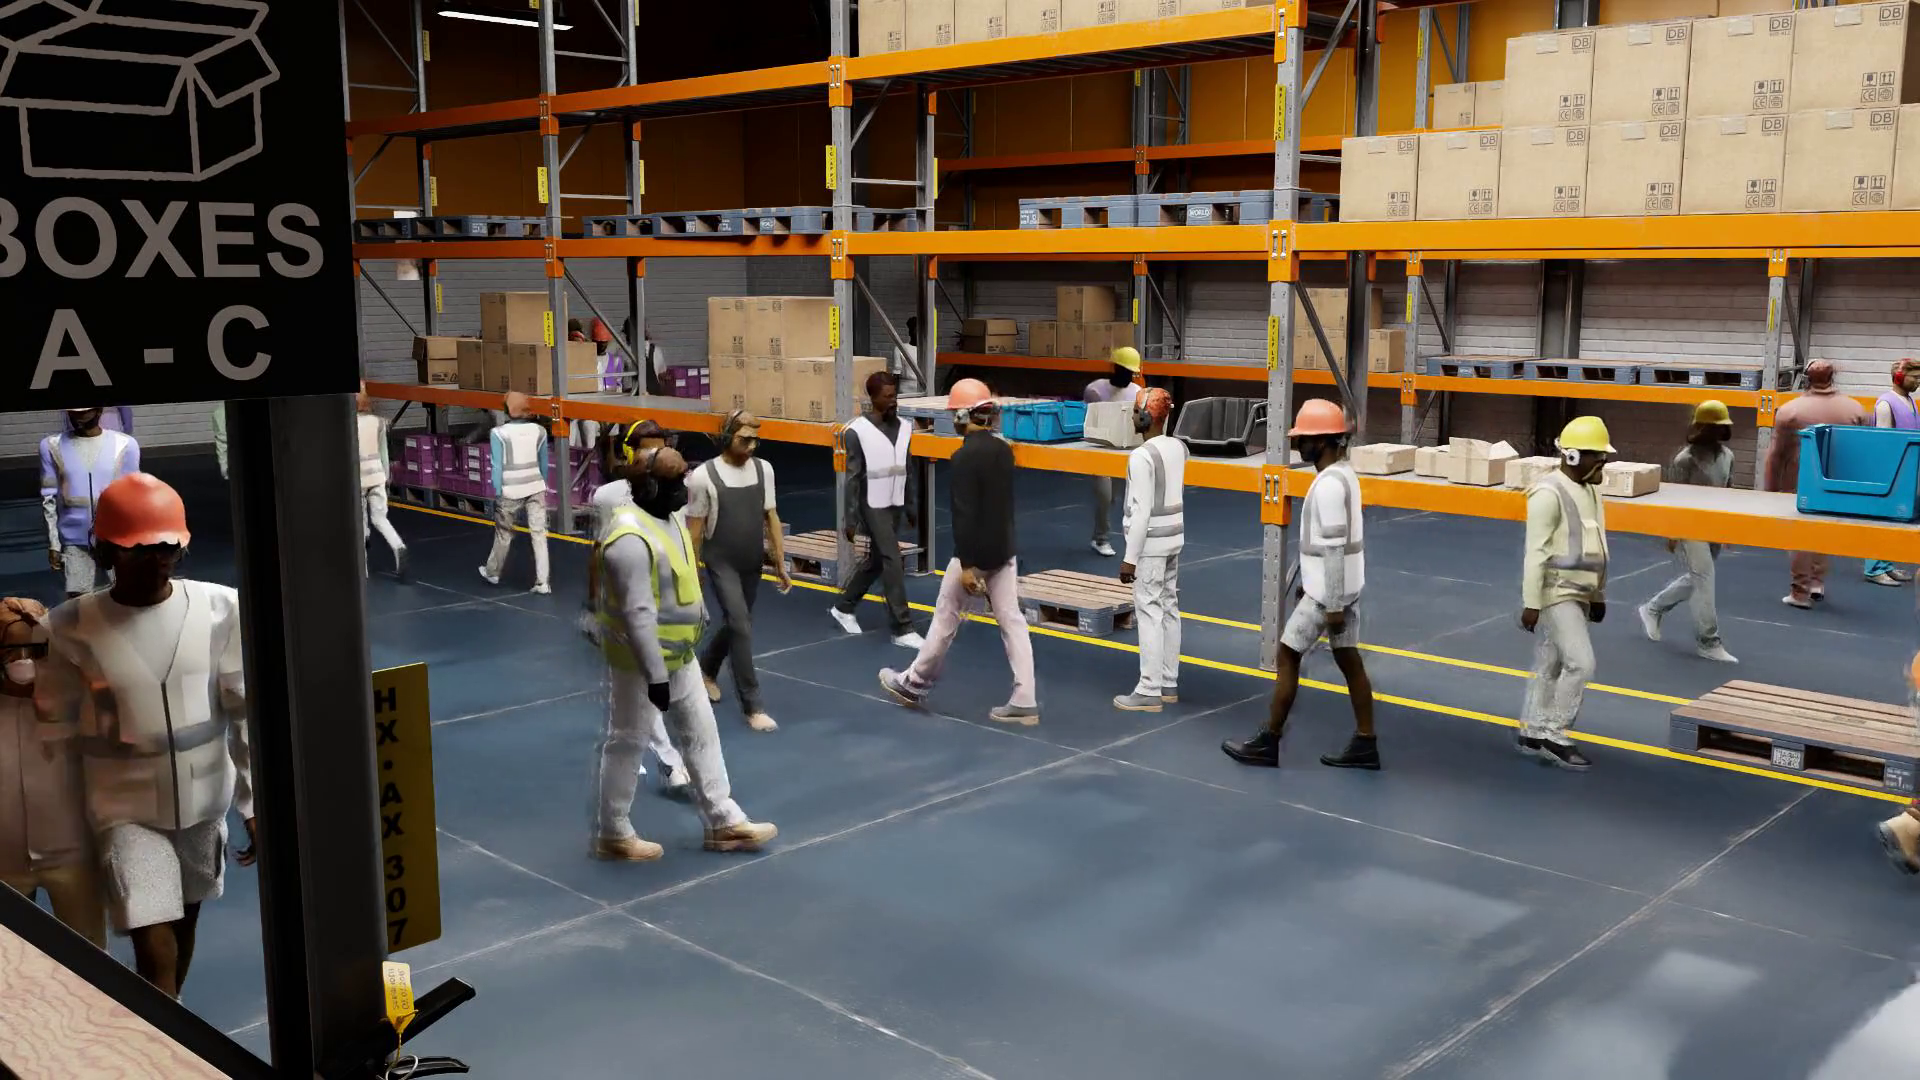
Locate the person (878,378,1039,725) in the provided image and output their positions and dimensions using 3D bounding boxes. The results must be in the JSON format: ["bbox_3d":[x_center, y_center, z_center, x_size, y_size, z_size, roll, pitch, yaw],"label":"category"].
[{"bbox_3d":[0.034,0.057,9.468,1.052,1.933,0.614,7,11,35],"label":"person"}]

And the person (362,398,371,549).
[{"bbox_3d":[-5.639,-0.773,15.250,0.534,1.711,0.930,-5,10,-26],"label":"person"}]

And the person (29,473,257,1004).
[{"bbox_3d":[-2.362,0.782,4.914,0.593,1.985,1.029,-8,12,-40],"label":"person"}]

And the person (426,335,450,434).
[{"bbox_3d":[-7.424,-2.103,23.636,0.524,1.637,0.305,4,10,22],"label":"person"}]

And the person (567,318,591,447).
[{"bbox_3d":[-5.050,-1.943,21.792,0.645,1.918,0.535,-7,11,-35],"label":"person"}]

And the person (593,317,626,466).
[{"bbox_3d":[-4.536,-1.913,21.521,0.492,1.949,0.648,6,11,33],"label":"person"}]

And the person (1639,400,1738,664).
[{"bbox_3d":[4.877,-0.089,11.052,0.492,1.715,0.798,-5,10,-26],"label":"person"}]

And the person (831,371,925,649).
[{"bbox_3d":[-0.568,-0.228,11.408,0.951,1.880,0.600,7,12,37],"label":"person"}]

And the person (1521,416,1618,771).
[{"bbox_3d":[3.165,0.276,8.509,0.575,1.810,0.629,9,13,43],"label":"person"}]

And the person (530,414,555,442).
[{"bbox_3d":[-6.198,-2.413,24.623,0.547,1.938,0.359,8,12,41],"label":"person"}]

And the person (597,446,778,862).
[{"bbox_3d":[-1.189,0.508,7.093,0.868,1.806,0.661,2,9,10],"label":"person"}]

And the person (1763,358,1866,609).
[{"bbox_3d":[6.442,-0.434,12.649,0.673,1.884,0.620,1,9,3],"label":"person"}]

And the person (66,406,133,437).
[{"bbox_3d":[-8.196,-1.007,15.779,0.605,2.022,0.682,0,9,-2],"label":"person"}]

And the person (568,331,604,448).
[{"bbox_3d":[-4.182,-1.341,18.225,0.573,1.882,0.356,-4,10,-22],"label":"person"}]

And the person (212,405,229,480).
[{"bbox_3d":[-6.474,-0.705,15.131,0.545,1.611,0.510,-3,10,-18],"label":"person"}]

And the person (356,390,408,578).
[{"bbox_3d":[-4.830,-0.454,13.583,0.652,1.612,0.528,8,12,39],"label":"person"}]

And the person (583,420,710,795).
[{"bbox_3d":[-1.499,0.325,8.175,0.942,1.823,0.550,8,13,42],"label":"person"}]

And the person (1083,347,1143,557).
[{"bbox_3d":[1.356,-0.784,14.828,0.610,1.865,0.698,-3,10,-16],"label":"person"}]

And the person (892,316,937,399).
[{"bbox_3d":[-0.569,-1.847,21.064,0.608,1.966,0.370,-4,10,-24],"label":"person"}]

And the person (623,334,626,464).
[{"bbox_3d":[-4.222,-1.898,21.732,0.504,1.852,0.502,6,11,33],"label":"person"}]

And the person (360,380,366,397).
[{"bbox_3d":[-6.549,-1.165,17.604,0.532,1.732,0.844,-5,11,-28],"label":"person"}]

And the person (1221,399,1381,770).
[{"bbox_3d":[1.765,0.233,8.510,0.899,1.899,0.556,4,10,24],"label":"person"}]

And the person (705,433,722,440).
[{"bbox_3d":[-3.550,-2.361,24.585,0.481,1.846,0.598,3,10,16],"label":"person"}]

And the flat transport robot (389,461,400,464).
[{"bbox_3d":[-6.679,-0.825,19.983,1.431,0.197,0.652,-5,11,-29],"label":"flat transport robot"}]

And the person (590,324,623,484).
[{"bbox_3d":[-4.120,-1.519,19.149,0.551,1.932,0.376,-6,11,-32],"label":"person"}]

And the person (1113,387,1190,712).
[{"bbox_3d":[1.110,0.056,9.653,0.355,1.883,0.574,6,11,32],"label":"person"}]

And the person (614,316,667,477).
[{"bbox_3d":[-3.941,-1.693,19.893,0.937,2.000,0.700,7,12,37],"label":"person"}]

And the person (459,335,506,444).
[{"bbox_3d":[-6.171,-1.871,21.677,0.759,1.820,0.634,0,9,-3],"label":"person"}]

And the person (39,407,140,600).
[{"bbox_3d":[-5.168,-0.017,9.947,0.545,1.933,0.376,-5,10,-26],"label":"person"}]

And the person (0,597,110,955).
[{"bbox_3d":[-2.696,0.963,4.882,0.501,1.628,0.277,-4,10,-24],"label":"person"}]

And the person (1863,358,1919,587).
[{"bbox_3d":[7.580,-0.557,13.527,0.567,1.846,0.389,-9,13,-44],"label":"person"}]

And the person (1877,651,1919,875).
[{"bbox_3d":[4.095,0.609,6.879,0.505,1.680,0.537,0,9,-3],"label":"person"}]

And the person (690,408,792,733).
[{"bbox_3d":[-1.319,0.137,9.434,0.521,1.804,0.906,-8,12,-39],"label":"person"}]

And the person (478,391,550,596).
[{"bbox_3d":[-3.524,-0.378,13.181,0.532,1.595,0.853,-8,12,-39],"label":"person"}]
